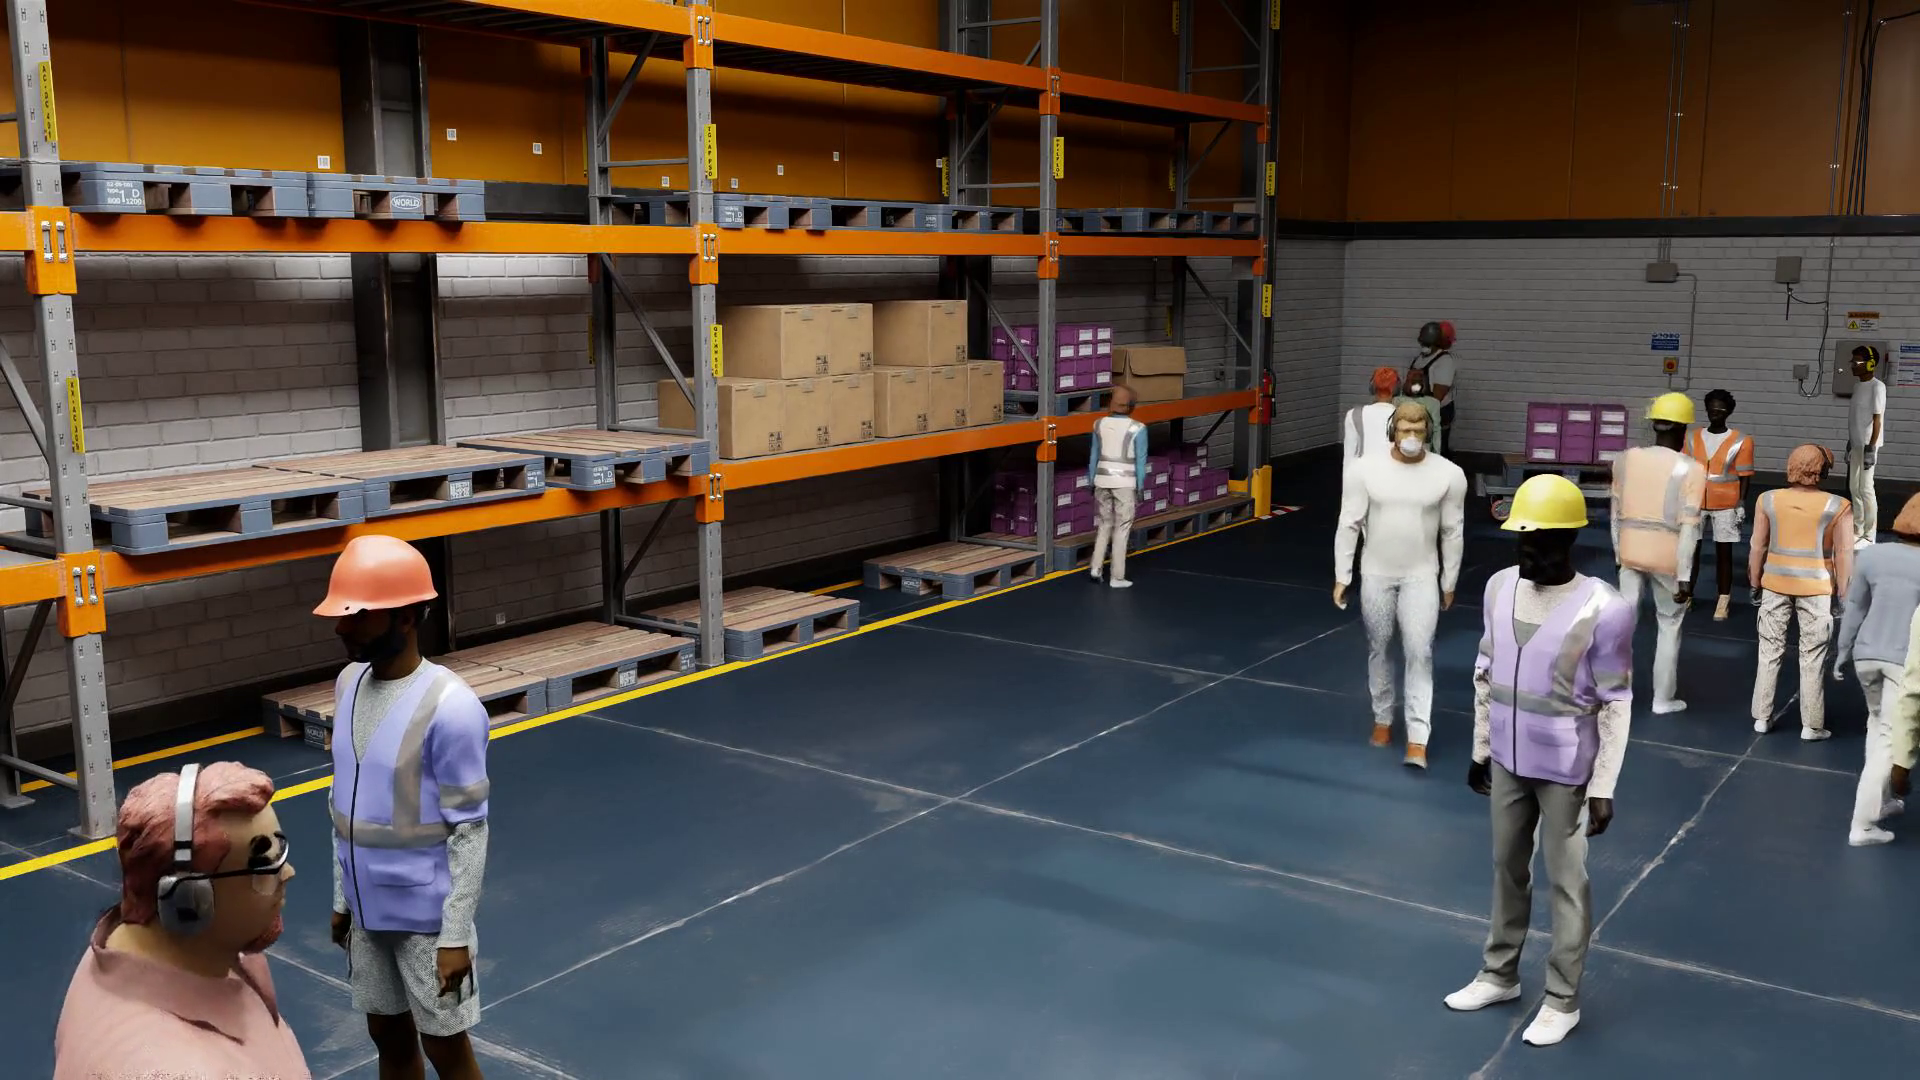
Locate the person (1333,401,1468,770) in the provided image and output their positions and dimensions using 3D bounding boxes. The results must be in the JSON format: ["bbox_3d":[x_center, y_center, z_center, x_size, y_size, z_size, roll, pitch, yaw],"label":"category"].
[{"bbox_3d":[2.284,0.233,8.693,0.655,1.898,0.958,3,10,18],"label":"person"}]

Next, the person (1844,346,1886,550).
[{"bbox_3d":[8.234,-0.839,15.186,0.323,1.862,0.510,1,10,5],"label":"person"}]

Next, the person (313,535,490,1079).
[{"bbox_3d":[-1.458,0.942,4.335,0.544,1.939,0.354,6,11,33],"label":"person"}]

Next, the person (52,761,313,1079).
[{"bbox_3d":[-1.131,1.256,2.589,0.421,1.900,0.704,-4,10,-25],"label":"person"}]

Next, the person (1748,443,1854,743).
[{"bbox_3d":[4.595,0.288,9.118,0.523,1.639,0.308,8,13,40],"label":"person"}]

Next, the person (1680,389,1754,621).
[{"bbox_3d":[5.506,-0.259,12.195,0.538,1.700,0.317,8,12,39],"label":"person"}]

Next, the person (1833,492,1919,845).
[{"bbox_3d":[4.294,0.571,7.574,0.720,1.589,0.514,-6,11,-32],"label":"person"}]

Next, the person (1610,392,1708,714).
[{"bbox_3d":[3.895,0.105,9.476,0.819,1.900,0.584,-7,12,-37],"label":"person"}]

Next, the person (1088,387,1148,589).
[{"bbox_3d":[1.266,-0.419,13.402,0.532,1.615,0.392,7,12,37],"label":"person"}]

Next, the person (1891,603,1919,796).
[{"bbox_3d":[3.667,0.746,5.923,0.599,1.794,0.919,8,12,38],"label":"person"}]

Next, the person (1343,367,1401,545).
[{"bbox_3d":[3.192,-0.392,12.584,0.591,1.843,0.976,4,10,21],"label":"person"}]

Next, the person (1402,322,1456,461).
[{"bbox_3d":[4.953,-1.387,17.897,0.948,2.000,0.706,-3,10,-16],"label":"person"}]

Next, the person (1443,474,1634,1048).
[{"bbox_3d":[1.955,0.733,5.607,0.384,1.928,0.589,-6,11,-30],"label":"person"}]

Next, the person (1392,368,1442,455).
[{"bbox_3d":[4.415,-0.875,16.183,0.517,1.596,0.774,3,10,17],"label":"person"}]

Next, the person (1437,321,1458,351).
[{"bbox_3d":[5.256,-1.489,18.778,0.804,1.951,0.652,0,10,1],"label":"person"}]
